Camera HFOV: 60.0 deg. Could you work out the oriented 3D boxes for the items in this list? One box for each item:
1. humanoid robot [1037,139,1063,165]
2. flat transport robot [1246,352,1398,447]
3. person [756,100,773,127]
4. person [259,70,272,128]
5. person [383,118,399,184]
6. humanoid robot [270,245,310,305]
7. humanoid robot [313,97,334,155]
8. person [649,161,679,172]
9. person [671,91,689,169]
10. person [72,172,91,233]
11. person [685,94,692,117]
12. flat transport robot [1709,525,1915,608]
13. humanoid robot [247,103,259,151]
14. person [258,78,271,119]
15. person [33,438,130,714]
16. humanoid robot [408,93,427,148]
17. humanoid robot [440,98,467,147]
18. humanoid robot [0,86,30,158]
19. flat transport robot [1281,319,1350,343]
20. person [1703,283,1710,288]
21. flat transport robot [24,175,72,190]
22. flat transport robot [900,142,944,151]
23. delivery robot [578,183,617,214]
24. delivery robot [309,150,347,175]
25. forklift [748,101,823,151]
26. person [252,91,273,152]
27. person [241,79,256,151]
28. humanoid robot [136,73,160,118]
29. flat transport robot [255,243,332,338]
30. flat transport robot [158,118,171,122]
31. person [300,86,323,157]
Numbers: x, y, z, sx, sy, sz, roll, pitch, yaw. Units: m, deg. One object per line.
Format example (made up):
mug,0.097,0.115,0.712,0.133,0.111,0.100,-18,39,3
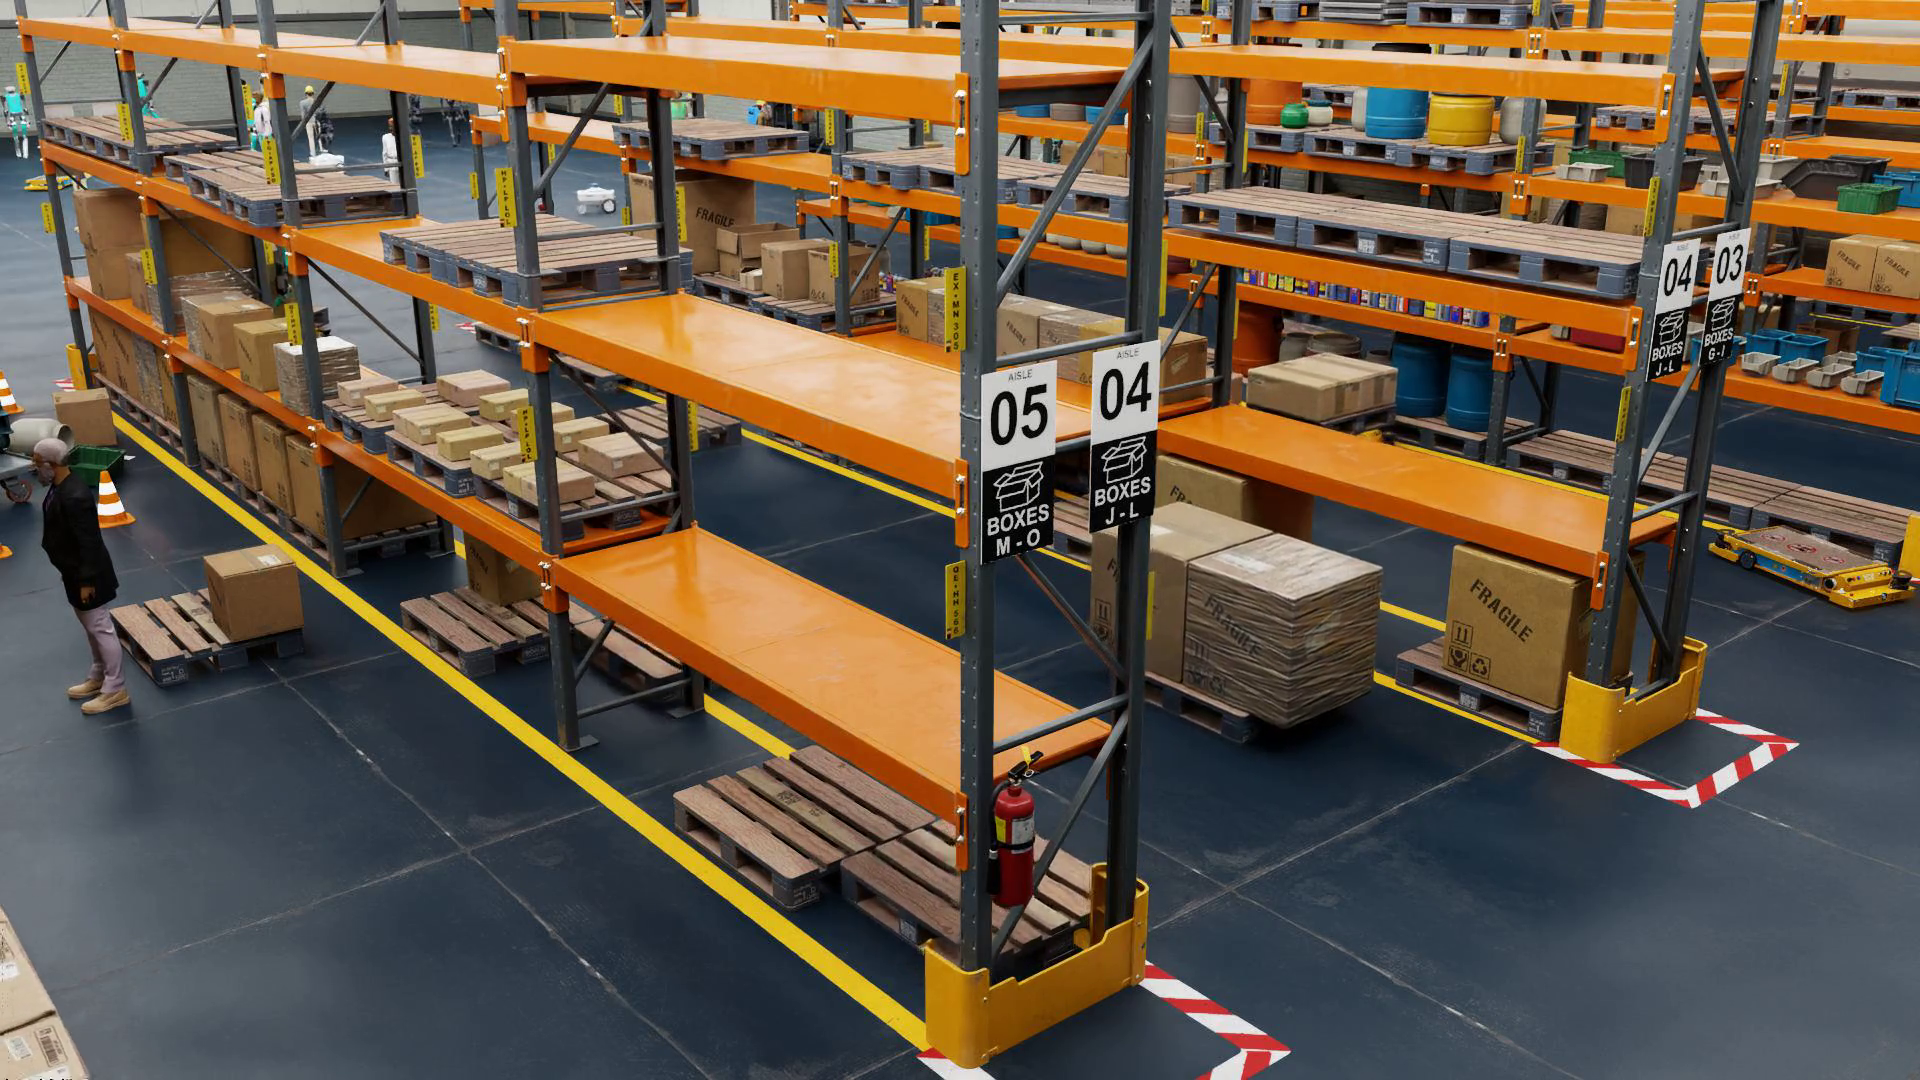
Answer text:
humanoid robot,1.790,-7.916,34.154,0.690,1.730,0.530,-6,20,-18
flat transport robot,3.700,-1.087,17.029,0.659,0.231,1.431,-15,24,-37
person,-4.402,-9.087,37.560,0.408,1.758,0.550,7,21,19
person,-19.820,-12.692,47.655,0.400,1.870,0.493,9,21,23
person,-10.634,-7.026,31.500,0.573,1.883,0.354,2,19,6
humanoid robot,-8.450,-3.140,20.753,0.776,1.833,0.538,7,20,18
humanoid robot,-14.879,-9.528,38.946,0.614,1.659,0.336,13,23,32
person,-4.981,-5.940,28.285,0.606,1.965,0.371,11,22,28
person,-6.455,-9.439,38.242,0.511,1.963,0.559,-12,23,-30
person,-15.862,-6.482,29.940,0.407,1.893,0.532,-12,23,-30
person,-5.874,-9.016,37.179,0.710,1.869,0.569,-1,19,-4
flat transport robot,6.832,0.193,13.386,0.659,0.231,1.431,-8,21,-21
humanoid robot,-16.384,-9.277,38.220,0.544,1.861,0.696,-15,24,-36
person,-18.596,-11.613,44.878,0.681,1.674,0.320,8,21,22
person,-5.760,0.220,10.918,0.412,1.856,0.533,-14,24,-35
humanoid robot,-14.136,-11.002,43.133,0.469,1.641,0.589,2,19,6
humanoid robot,-13.256,-11.121,43.564,0.628,1.622,0.801,-3,20,-9
humanoid robot,-23.330,-10.292,41.137,0.560,1.857,0.837,-13,23,-32
flat transport robot,4.291,-2.624,21.403,0.659,0.231,1.431,-14,24,-34
person,10.126,-3.782,22.593,0.797,1.667,0.543,18,26,42
flat transport robot,-19.621,-7.752,35.999,0.659,0.231,1.431,-2,19,-5
flat transport robot,-0.785,-7.732,35.942,0.659,0.231,1.431,-8,21,-22
delivery robot,-7.066,-6.642,32.412,0.789,0.598,0.499,-4,20,-12
delivery robot,-14.408,-8.574,37.933,0.815,0.614,0.499,-15,24,-36
forklift,-4.526,-11.368,42.374,1.129,2.768,1.873,-15,24,-37
person,-15.658,-9.122,37.414,0.374,1.917,0.489,-16,25,-39
person,-17.967,-10.666,41.897,0.381,1.854,0.804,-8,21,-22
humanoid robot,-22.217,-11.834,45.577,0.549,1.910,0.723,4,20,12
flat transport robot,-8.818,-2.572,21.255,1.431,0.231,0.659,3,20,9
flat transport robot,-19.913,-9.570,41.174,1.431,0.231,0.659,-7,21,-19
person,-15.858,-10.220,40.764,0.534,1.767,0.314,-12,23,-30
